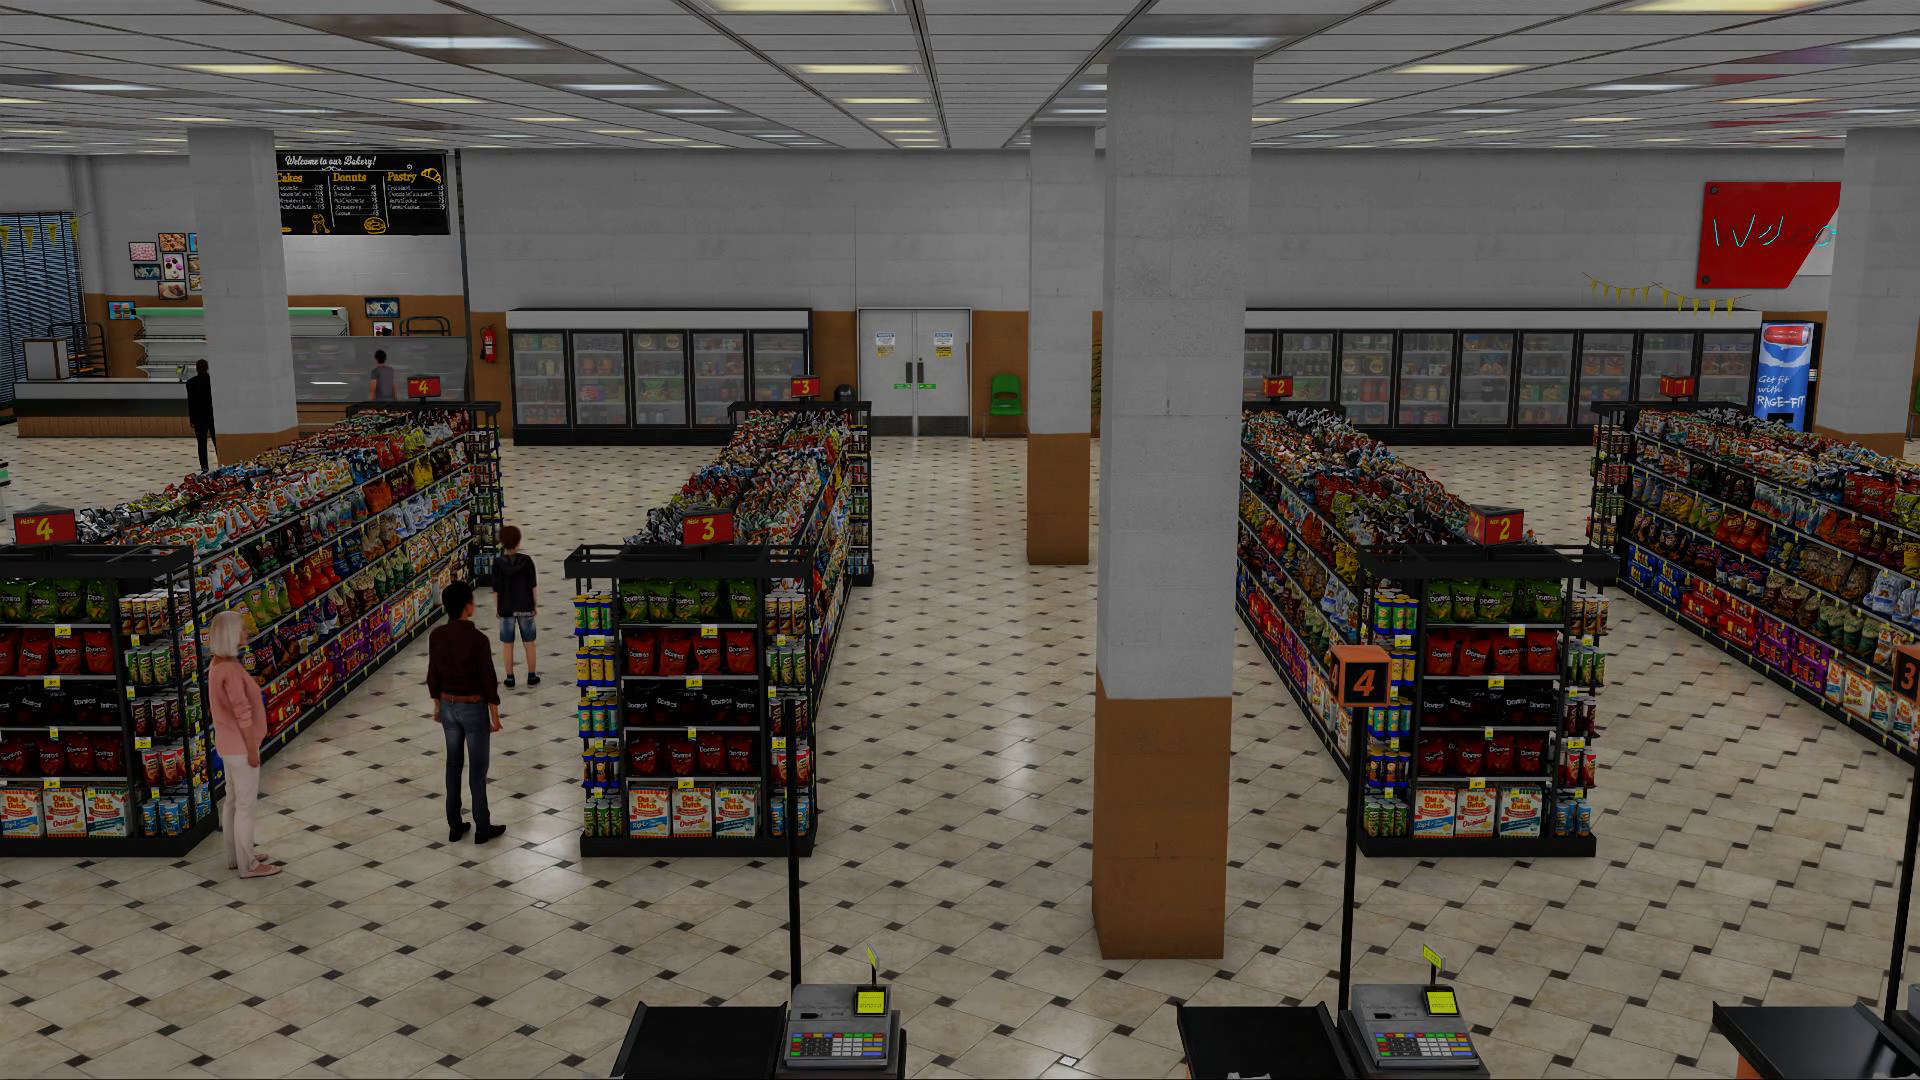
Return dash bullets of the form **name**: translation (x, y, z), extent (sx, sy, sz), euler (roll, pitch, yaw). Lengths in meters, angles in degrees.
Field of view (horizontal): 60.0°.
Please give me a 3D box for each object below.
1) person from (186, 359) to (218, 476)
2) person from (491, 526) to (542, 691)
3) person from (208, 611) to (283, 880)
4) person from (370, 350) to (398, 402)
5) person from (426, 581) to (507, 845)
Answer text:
- **person**: translation (-11.411, -1.836, 25.201), extent (0.784, 1.818, 0.832), euler (-11, 16, -41)
- **person**: translation (-3.895, 0.588, 14.583), extent (0.586, 1.450, 0.589), euler (-3, 12, -14)
- **person**: translation (-4.601, 1.289, 10.588), extent (0.742, 1.725, 0.659), euler (-9, 15, -38)
- **person**: translation (-9.393, -2.226, 27.264), extent (1.026, 1.731, 1.155), euler (6, 13, 26)
- **person**: translation (-3.318, 1.148, 11.124), extent (0.710, 1.780, 0.625), euler (4, 12, 17)
